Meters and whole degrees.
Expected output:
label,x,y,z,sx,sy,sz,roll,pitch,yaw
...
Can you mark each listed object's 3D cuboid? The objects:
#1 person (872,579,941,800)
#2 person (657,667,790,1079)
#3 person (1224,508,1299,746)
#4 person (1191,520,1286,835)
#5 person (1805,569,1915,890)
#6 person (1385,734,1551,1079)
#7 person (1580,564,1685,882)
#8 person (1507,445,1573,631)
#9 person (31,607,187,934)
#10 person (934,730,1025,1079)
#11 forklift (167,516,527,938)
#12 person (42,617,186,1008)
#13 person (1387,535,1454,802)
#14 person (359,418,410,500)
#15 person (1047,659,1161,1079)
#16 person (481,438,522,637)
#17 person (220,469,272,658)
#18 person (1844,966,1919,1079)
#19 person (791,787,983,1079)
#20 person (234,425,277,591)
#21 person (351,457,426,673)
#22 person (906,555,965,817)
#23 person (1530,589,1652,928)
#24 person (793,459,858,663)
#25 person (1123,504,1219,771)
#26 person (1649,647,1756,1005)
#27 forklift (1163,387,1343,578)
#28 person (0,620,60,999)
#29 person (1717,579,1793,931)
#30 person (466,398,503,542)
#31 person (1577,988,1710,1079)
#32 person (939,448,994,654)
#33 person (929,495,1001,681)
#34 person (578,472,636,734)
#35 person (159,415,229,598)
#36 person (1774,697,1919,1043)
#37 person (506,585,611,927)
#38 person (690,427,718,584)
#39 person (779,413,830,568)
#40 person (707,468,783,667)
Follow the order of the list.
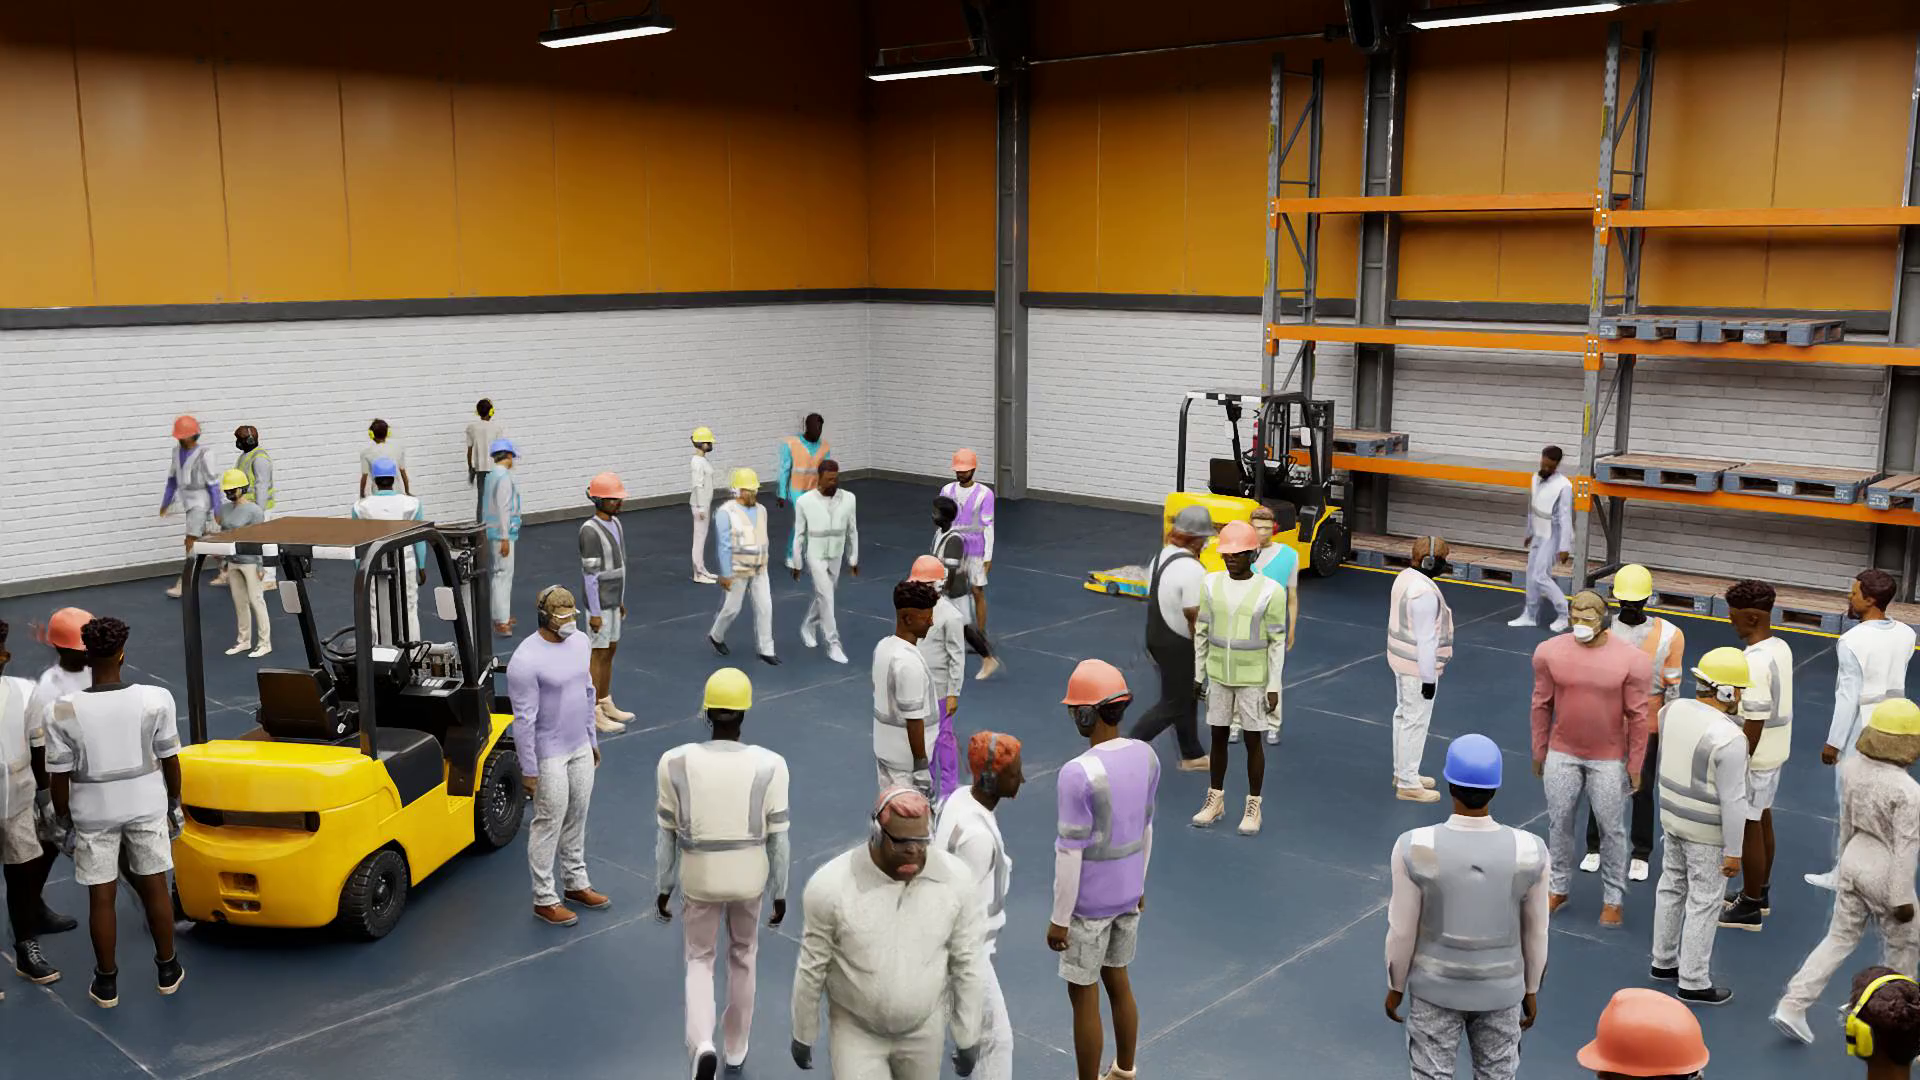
label,x,y,z,sx,sy,sz,roll,pitch,yaw
person,-0.287,1.184,9.237,0.380,1.958,0.601,-3,11,-19
person,-1.057,1.529,7.415,0.609,1.905,0.688,-1,10,-6
person,2.274,0.654,12.637,0.563,1.831,0.444,3,10,18
person,1.780,0.880,10.728,0.611,2.043,0.374,6,12,31
person,5.291,1.118,9.721,0.591,1.922,0.392,-6,12,-30
person,1.928,1.694,6.363,0.602,1.948,0.387,1,10,5
person,3.980,1.084,9.940,0.581,1.919,0.393,5,11,26
person,5.795,-0.018,16.338,0.558,1.879,0.687,-1,10,-4
person,-4.743,1.271,8.993,1.017,1.871,0.565,0,10,1
person,0.022,1.672,6.812,0.678,1.852,0.592,-2,10,-11
forklift,-3.583,0.976,9.748,1.214,2.155,2.313,2,10,11
person,-4.193,1.346,8.293,0.608,1.965,0.365,-6,12,-30
person,3.146,0.873,11.384,0.429,1.833,0.630,0,10,3
person,-6.550,-0.460,18.908,0.571,1.848,0.544,-7,12,-34
person,0.589,1.514,7.164,0.402,2.031,0.614,9,13,40
person,-4.473,-0.021,16.294,0.376,1.910,0.778,-5,11,-24
person,-6.618,0.215,15.341,0.528,1.761,0.339,5,11,26
person,2.451,2.064,4.515,0.511,1.862,0.325,-2,10,-9
person,-0.268,1.780,6.097,0.693,1.869,0.567,-3,10,-18
person,-7.792,-0.356,18.361,0.430,1.838,0.624,-8,13,-39
person,-5.041,0.235,14.704,0.616,1.939,0.421,-3,11,-19
person,-0.208,0.961,11.094,0.338,1.748,0.575,-7,12,-36
person,3.490,1.206,9.264,0.641,1.920,0.423,6,12,32
person,-1.278,0.147,15.430,0.610,1.874,0.931,-6,12,-32
person,1.469,0.703,11.743,0.865,2.000,0.706,-2,10,-13
person,3.709,1.419,8.303,0.403,1.820,0.602,-2,10,-12
forklift,3.298,-0.608,18.767,1.214,2.155,2.313,9,13,42
person,-4.875,1.335,8.392,0.374,1.962,0.606,6,12,32
person,4.381,1.183,9.240,0.398,1.958,0.609,8,13,38
person,-6.010,-0.871,21.196,0.530,1.869,0.315,1,10,6
person,1.754,2.070,4.291,0.390,1.925,0.550,5,11,28
person,0.049,0.101,15.493,0.545,1.930,0.387,5,11,26
person,-0.042,0.436,14.371,0.828,1.668,0.536,-4,11,-21
person,-2.748,0.479,13.012,0.397,2.043,0.609,1,10,8
person,-8.339,-0.390,18.193,0.734,1.992,0.944,6,12,31
person,4.245,1.566,7.766,0.773,1.716,0.497,-2,10,-10
person,-2.243,1.191,9.299,0.383,1.929,0.635,4,11,24
person,-2.891,-0.395,18.774,0.311,1.768,0.531,-1,10,-4
person,-1.787,-0.543,19.431,0.606,1.834,0.985,-8,13,-38
person,-1.991,0.233,15.101,0.815,1.812,0.593,9,14,43
